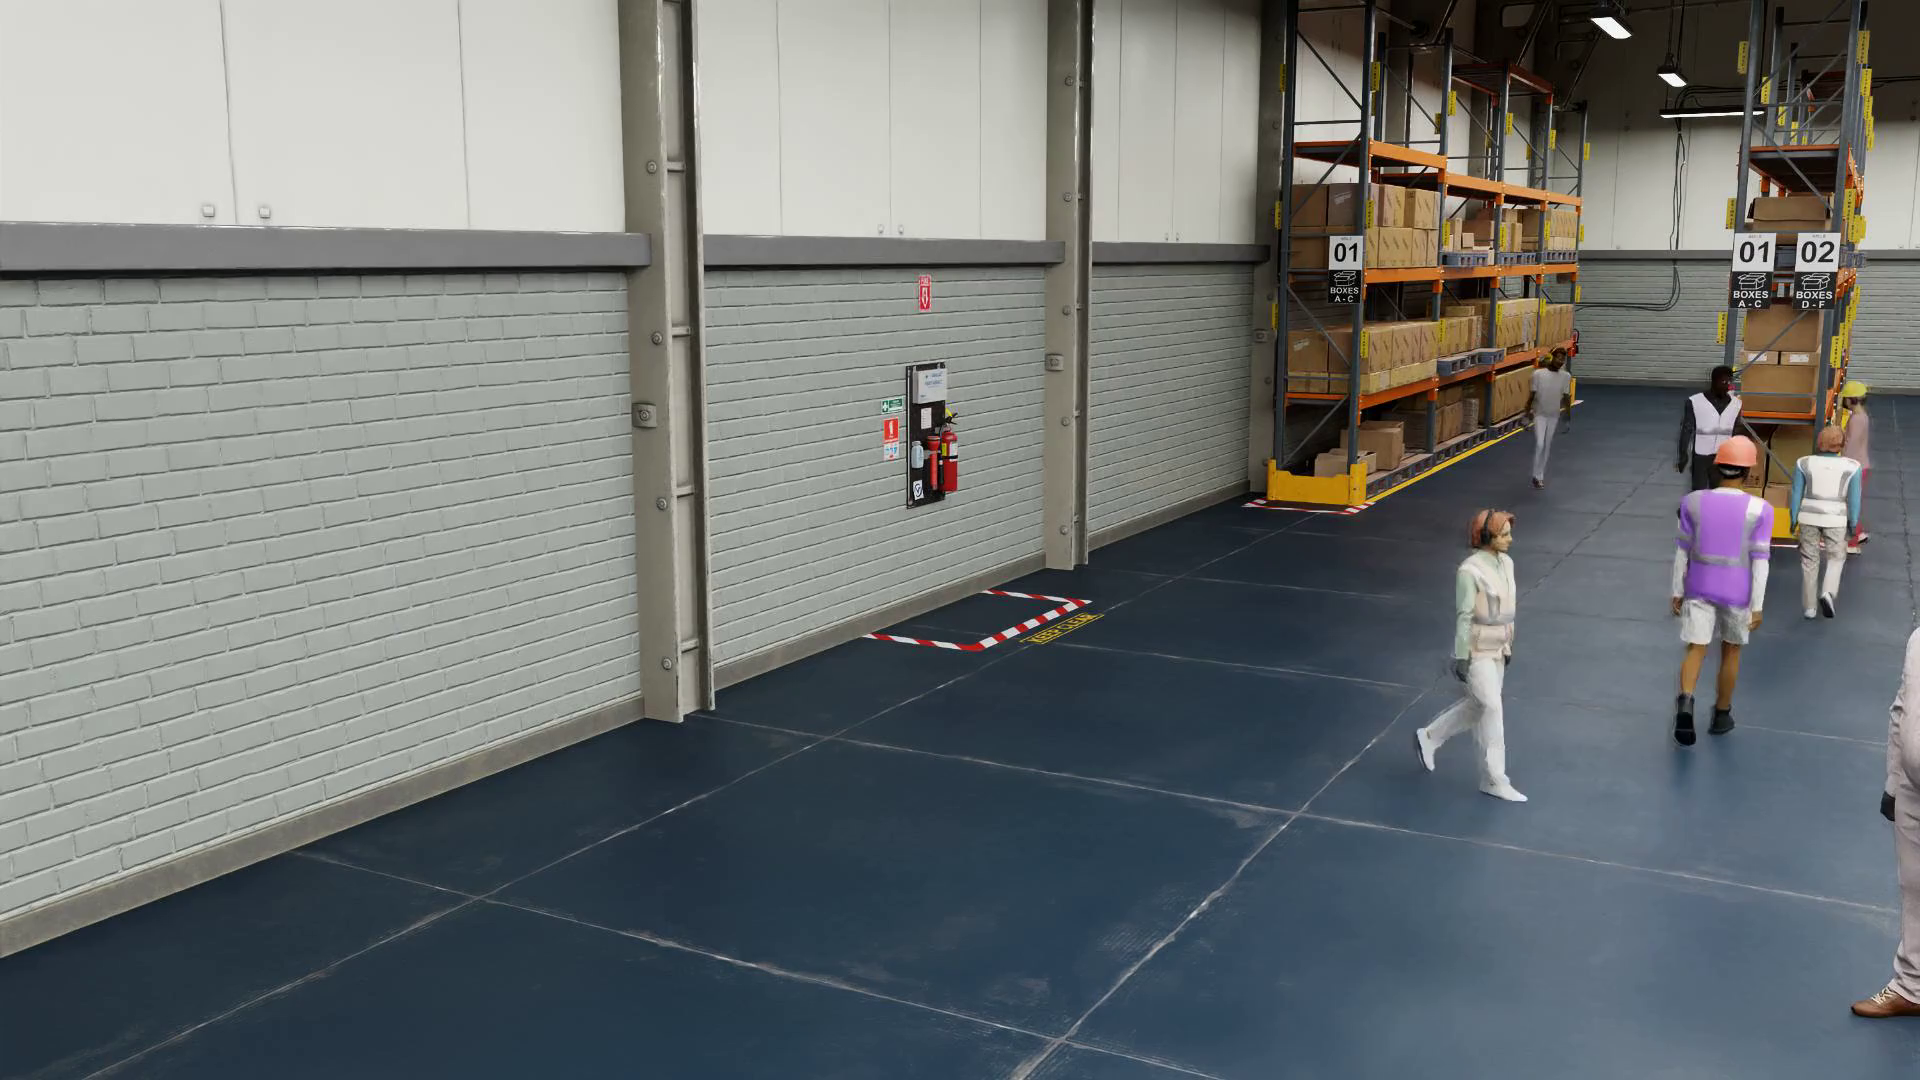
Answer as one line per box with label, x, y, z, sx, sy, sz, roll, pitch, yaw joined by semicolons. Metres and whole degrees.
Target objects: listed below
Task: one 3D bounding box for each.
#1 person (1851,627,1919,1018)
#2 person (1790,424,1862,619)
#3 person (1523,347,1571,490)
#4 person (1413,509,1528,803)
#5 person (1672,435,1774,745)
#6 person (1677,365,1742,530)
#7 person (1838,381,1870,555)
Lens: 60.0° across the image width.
person;3.740;0.985;6.267;0.402;1.906;0.652;-3;10;-17
person;7.059;-0.127;13.607;0.517;1.626;0.430;6;11;30
person;7.551;-1.547;21.302;0.548;1.829;0.849;0;10;3
person;2.880;0.612;9.301;0.704;1.615;0.524;9;13;43
person;4.647;0.313;10.196;0.551;1.912;0.823;7;12;35
person;7.723;-0.876;17.229;0.644;1.891;0.568;-1;10;-5
person;8.926;-0.717;16.696;0.365;1.754;0.525;6;11;31
